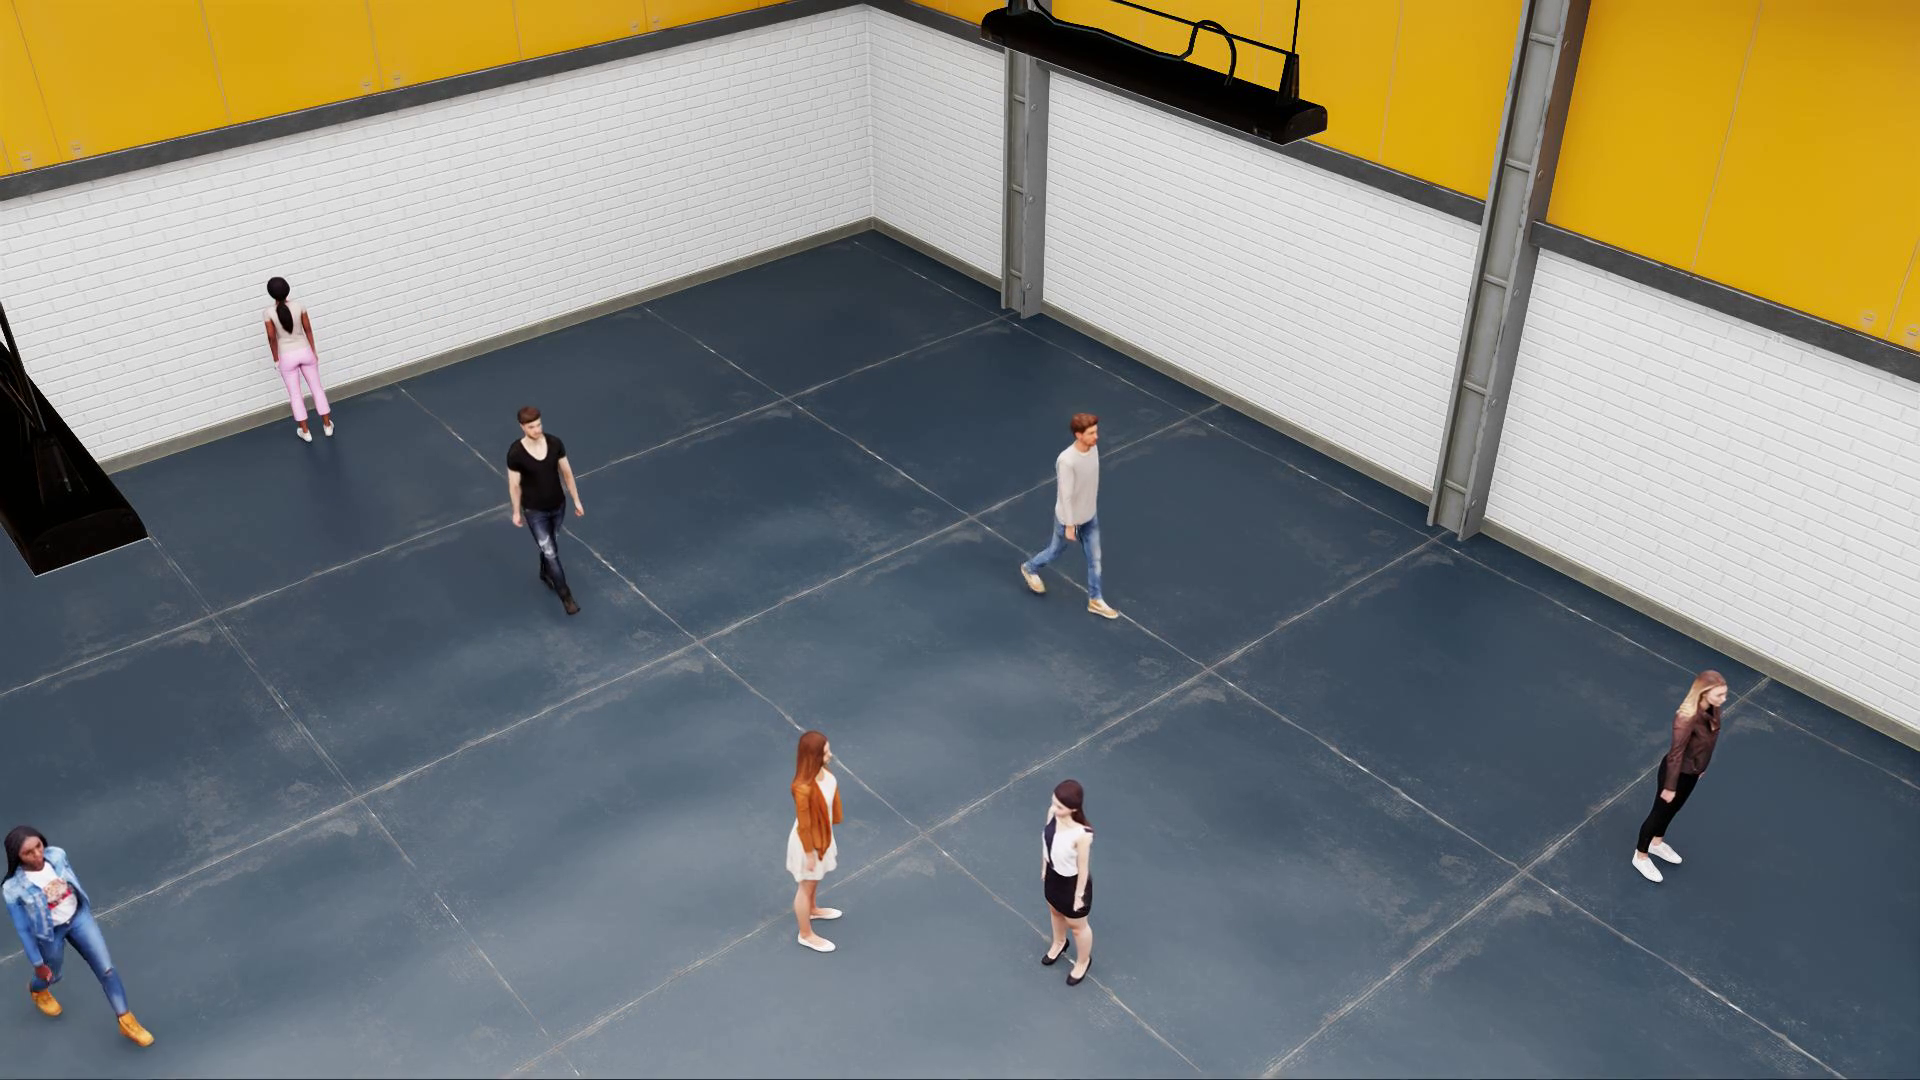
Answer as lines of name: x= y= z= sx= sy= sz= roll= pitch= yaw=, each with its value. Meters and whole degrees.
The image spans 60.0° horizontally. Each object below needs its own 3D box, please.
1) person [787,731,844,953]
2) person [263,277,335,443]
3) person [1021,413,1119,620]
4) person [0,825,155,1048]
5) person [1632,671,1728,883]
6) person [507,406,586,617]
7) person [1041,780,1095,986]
person: x=-0.962 y=1.912 z=10.770 sx=0.762 sy=1.721 sz=0.711 roll=4 pitch=34 yaw=6
person: x=-6.516 y=-1.789 z=16.320 sx=0.601 sy=1.740 sz=0.552 roll=-18 pitch=38 yaw=-25
person: x=0.882 y=-0.234 z=13.865 sx=1.245 sy=1.868 sz=0.763 roll=27 pitch=42 yaw=34
person: x=-5.528 y=2.385 z=10.101 sx=1.266 sy=1.673 sz=0.977 roll=15 pitch=36 yaw=21
person: x=4.902 y=1.564 z=11.308 sx=0.602 sy=1.704 sz=0.481 roll=-25 pitch=41 yaw=-33
person: x=-3.538 y=-0.322 z=14.011 sx=0.723 sy=1.855 sz=1.138 roll=-24 pitch=40 yaw=-31
person: x=0.685 y=2.147 z=10.483 sx=0.601 sy=1.646 sz=0.463 roll=-23 pitch=40 yaw=-31
